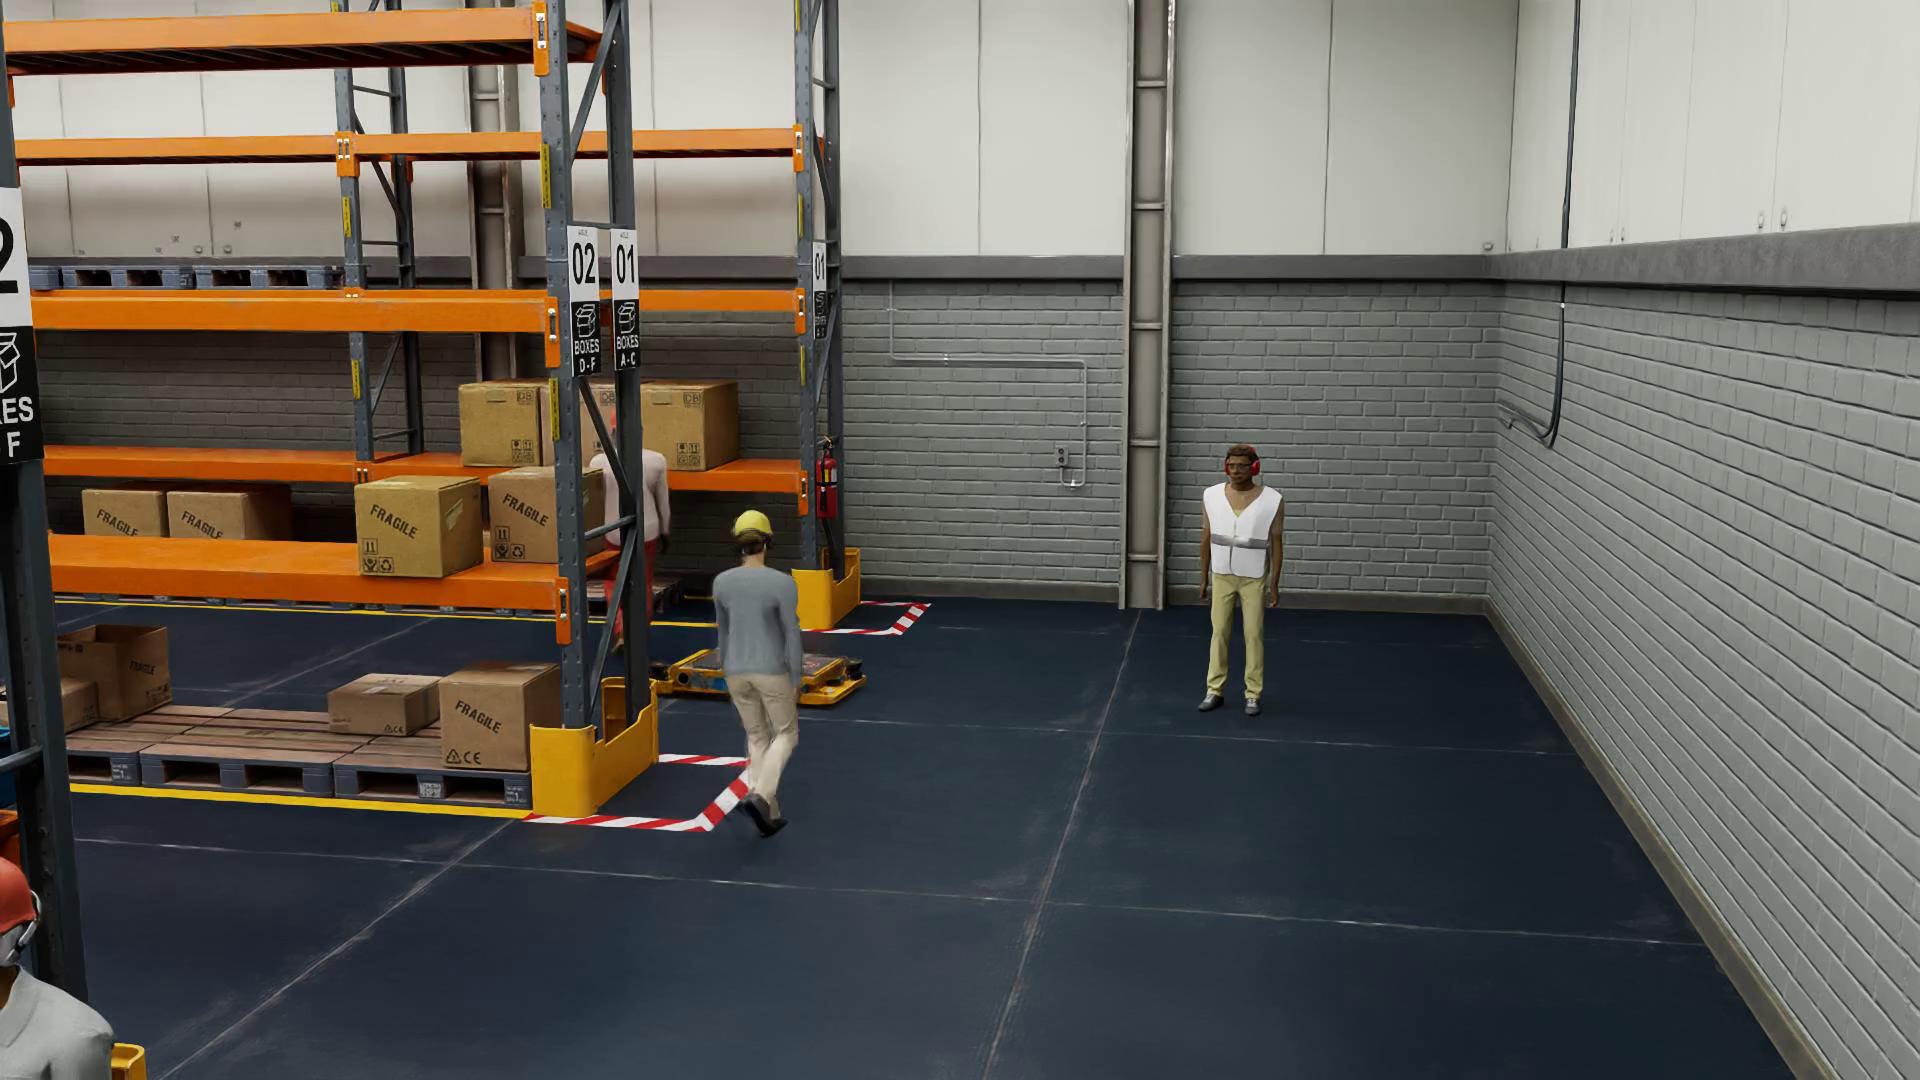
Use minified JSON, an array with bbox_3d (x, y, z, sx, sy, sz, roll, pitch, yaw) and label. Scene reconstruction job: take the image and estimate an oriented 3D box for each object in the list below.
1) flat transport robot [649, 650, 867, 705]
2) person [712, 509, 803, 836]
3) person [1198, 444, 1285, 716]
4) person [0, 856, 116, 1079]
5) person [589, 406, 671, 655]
[{"bbox_3d":[-1.446,0.956,11.825,1.431,0.197,0.652,3,10,16],"label":"flat transport robot"},{"bbox_3d":[-1.096,0.718,8.801,0.553,1.725,0.636,3,10,18],"label":"person"},{"bbox_3d":[1.904,0.261,11.263,0.564,1.847,0.395,4,10,23],"label":"person"},{"bbox_3d":[-2.112,1.530,3.666,0.564,1.755,0.323,2,9,15],"label":"person"},{"bbox_3d":[-2.533,-0.056,12.806,0.639,1.983,0.410,-3,10,-17],"label":"person"}]
